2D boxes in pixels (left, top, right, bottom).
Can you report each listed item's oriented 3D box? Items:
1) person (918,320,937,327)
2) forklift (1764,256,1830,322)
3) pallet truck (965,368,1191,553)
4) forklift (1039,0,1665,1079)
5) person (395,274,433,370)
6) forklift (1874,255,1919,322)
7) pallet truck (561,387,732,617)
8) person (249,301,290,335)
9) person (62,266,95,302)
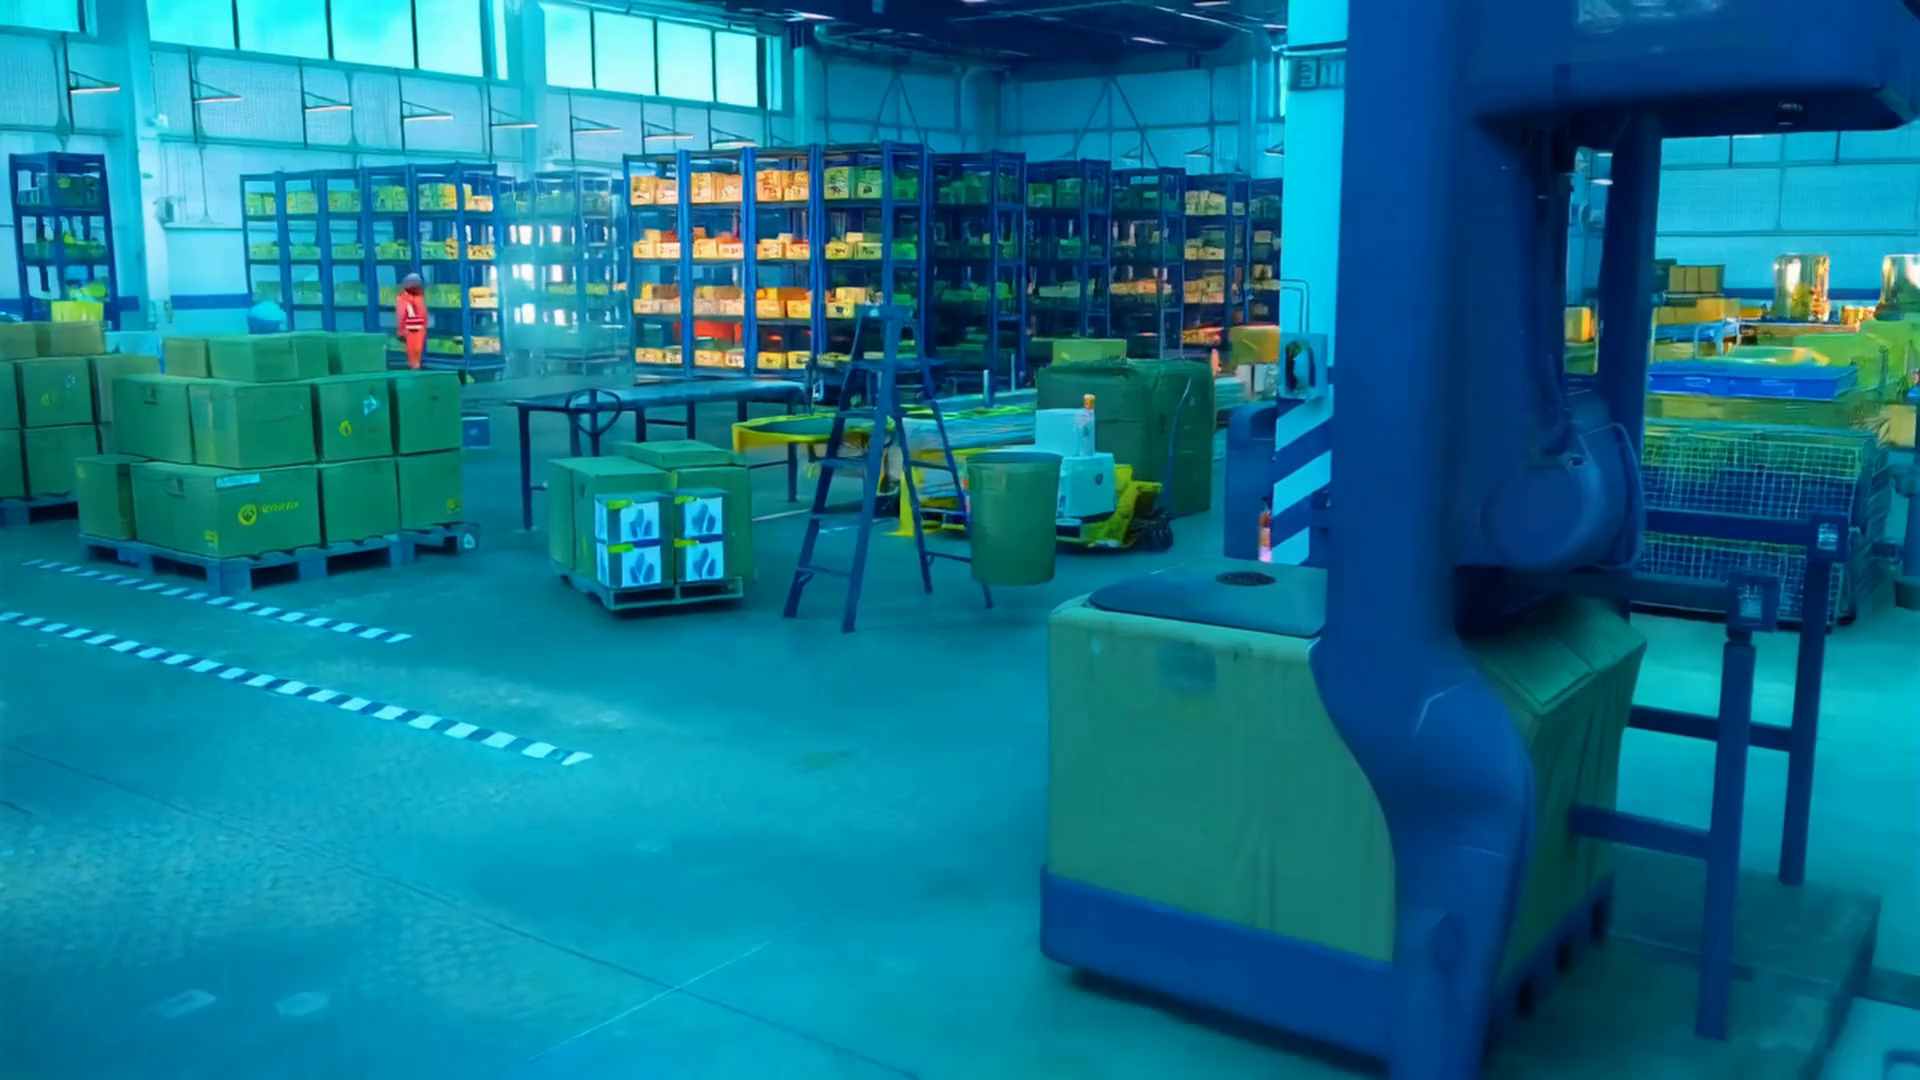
[{"bbox_3d":[-0.721,-4.966,36.356,0.572,1.799,0.962,8,13,40],"label":"person"},{"bbox_3d":[20.253,-5.854,40.139,1.157,1.987,2.680,7,12,35],"label":"forklift"},{"bbox_3d":[0.845,-0.609,11.869,1.630,1.274,0.653,7,12,35],"label":"pallet truck"},{"bbox_3d":[1.249,-0.137,4.360,1.873,2.768,1.129,7,12,35],"label":"forklift"},{"bbox_3d":[-8.867,-3.421,27.101,0.482,1.816,0.595,4,11,25],"label":"person"},{"bbox_3d":[22.089,-5.634,38.796,1.157,1.987,2.680,6,11,33],"label":"forklift"},{"bbox_3d":[-1.981,-0.274,10.088,0.680,1.201,1.601,-5,11,-28],"label":"pallet truck"},{"bbox_3d":[-5.187,-0.909,12.385,0.532,1.730,0.893,8,12,40],"label":"person"},{"bbox_3d":[-11.838,-2.709,22.450,0.404,1.945,0.615,-2,10,-13],"label":"person"}]
